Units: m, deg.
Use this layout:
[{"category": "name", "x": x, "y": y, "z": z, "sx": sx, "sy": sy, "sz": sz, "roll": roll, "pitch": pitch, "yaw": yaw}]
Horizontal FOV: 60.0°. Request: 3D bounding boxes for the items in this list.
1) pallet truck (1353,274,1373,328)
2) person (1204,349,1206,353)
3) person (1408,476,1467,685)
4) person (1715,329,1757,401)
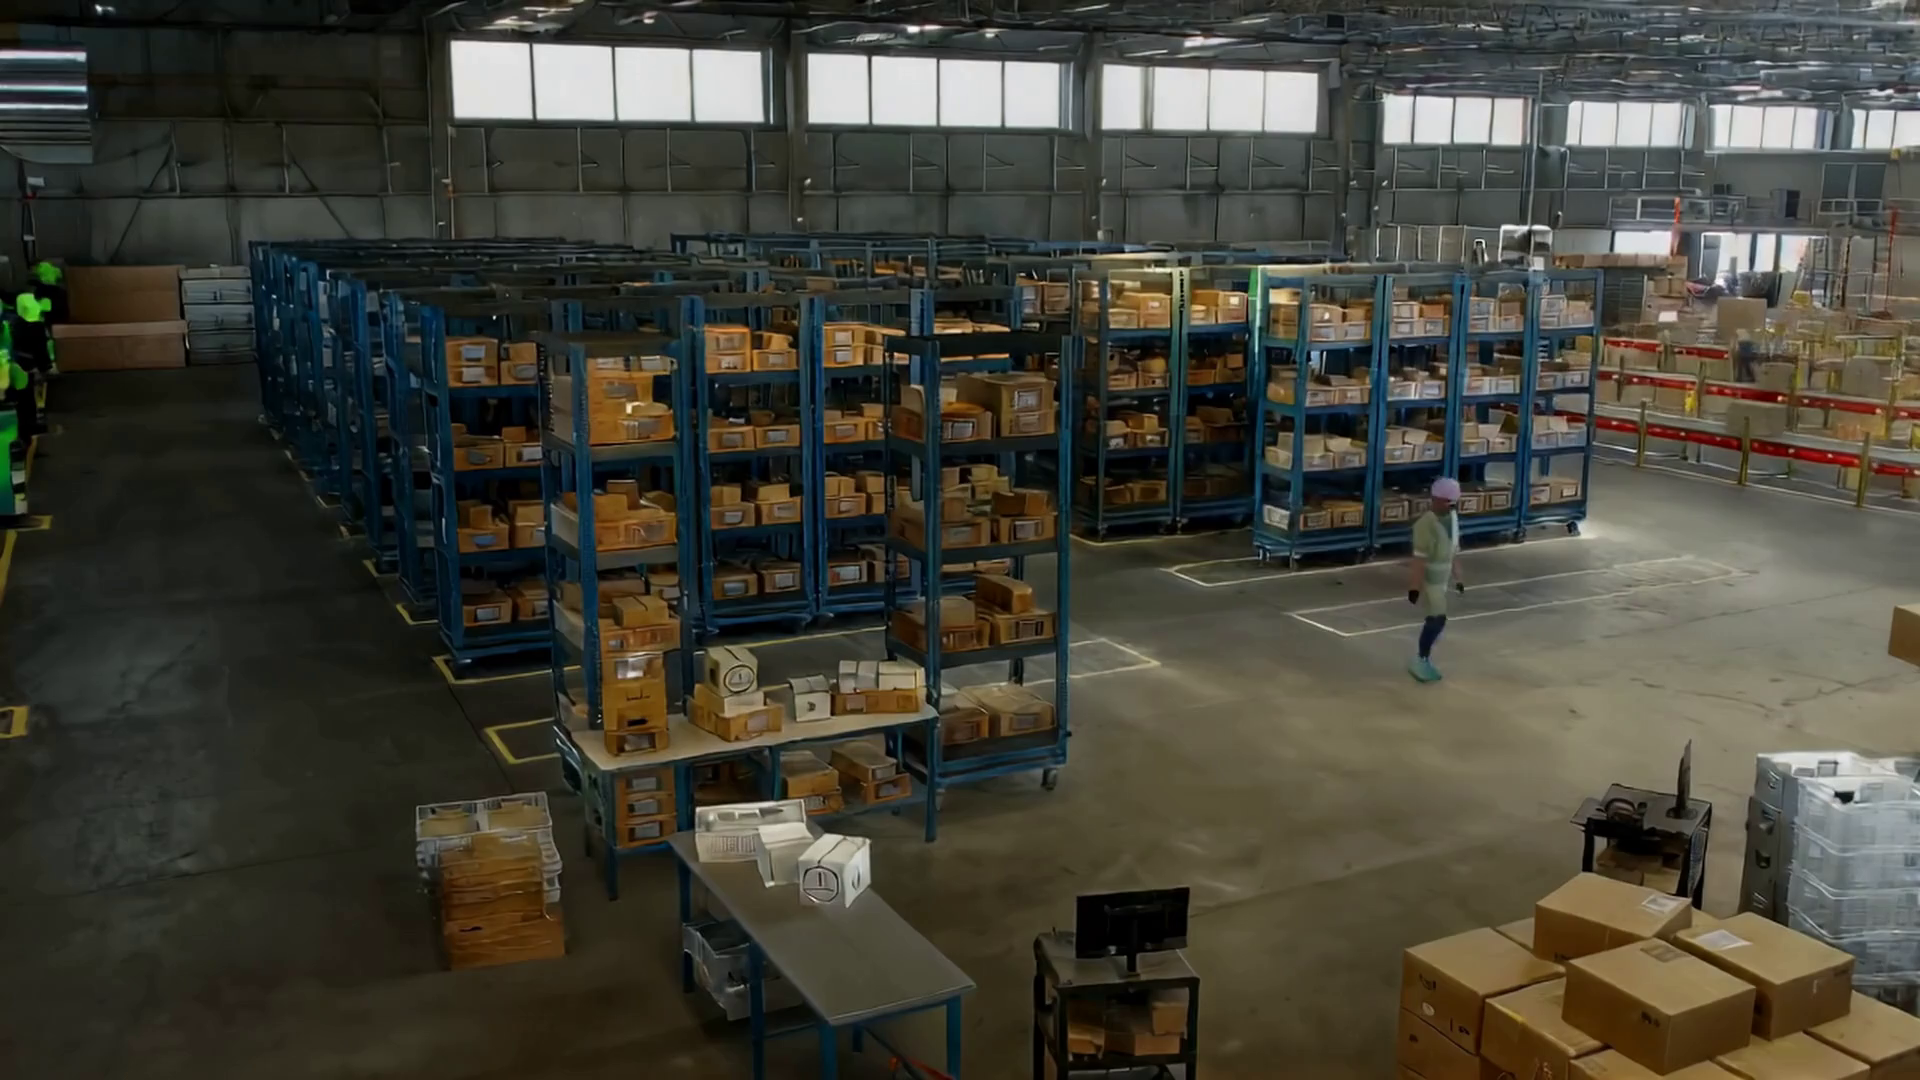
[{"category": "pallet truck", "x": 13.011, "y": -8.050, "z": 55.243, "sx": 0.823, "sy": 1.965, "sz": 1.885, "roll": -7, "pitch": 14, "yaw": -28}, {"category": "person", "x": 5.500, "y": -3.805, "z": 35.967, "sx": 0.534, "sy": 1.745, "sz": 0.583, "roll": -4, "pitch": 13, "yaw": -17}, {"category": "person", "x": 4.525, "y": 0.382, "z": 15.750, "sx": 0.490, "sy": 2.026, "sz": 0.628, "roll": 12, "pitch": 17, "yaw": 43}, {"category": "person", "x": 17.161, "y": -3.839, "z": 36.524, "sx": 0.501, "sy": 1.586, "sz": 0.870, "roll": -10, "pitch": 16, "yaw": -39}]
